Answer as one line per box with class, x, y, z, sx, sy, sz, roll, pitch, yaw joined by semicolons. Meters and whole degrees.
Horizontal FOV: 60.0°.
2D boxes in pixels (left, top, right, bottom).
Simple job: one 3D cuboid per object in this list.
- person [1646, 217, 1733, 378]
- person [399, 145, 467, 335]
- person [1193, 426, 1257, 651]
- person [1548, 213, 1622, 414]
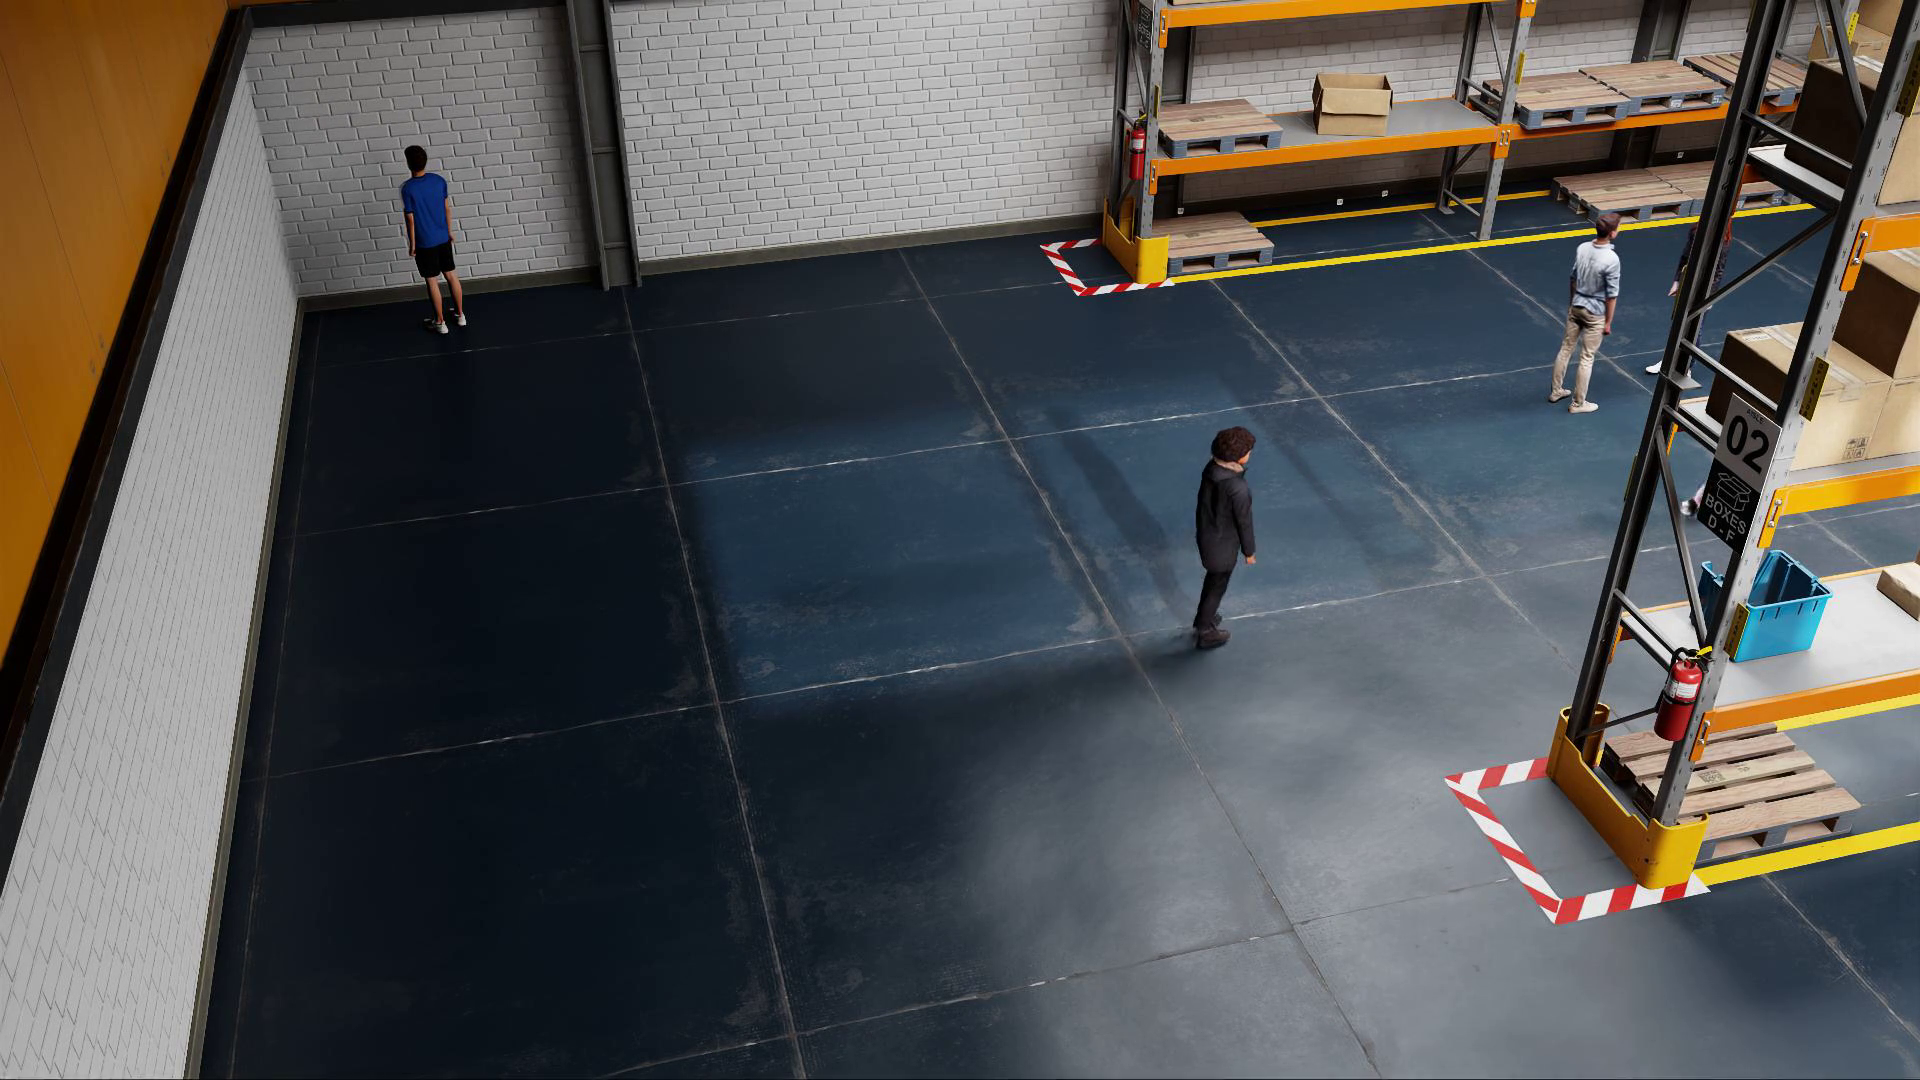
person;6.717;-2.281;15.182;0.618;1.787;0.639;-19;38;-26
person;-5.108;-2.919;16.070;0.797;1.866;0.700;26;41;33
person;1.772;0.019;11.743;0.634;1.763;0.669;-14;36;-20
person;5.568;-2.023;14.738;0.639;1.848;0.698;-17;37;-24
